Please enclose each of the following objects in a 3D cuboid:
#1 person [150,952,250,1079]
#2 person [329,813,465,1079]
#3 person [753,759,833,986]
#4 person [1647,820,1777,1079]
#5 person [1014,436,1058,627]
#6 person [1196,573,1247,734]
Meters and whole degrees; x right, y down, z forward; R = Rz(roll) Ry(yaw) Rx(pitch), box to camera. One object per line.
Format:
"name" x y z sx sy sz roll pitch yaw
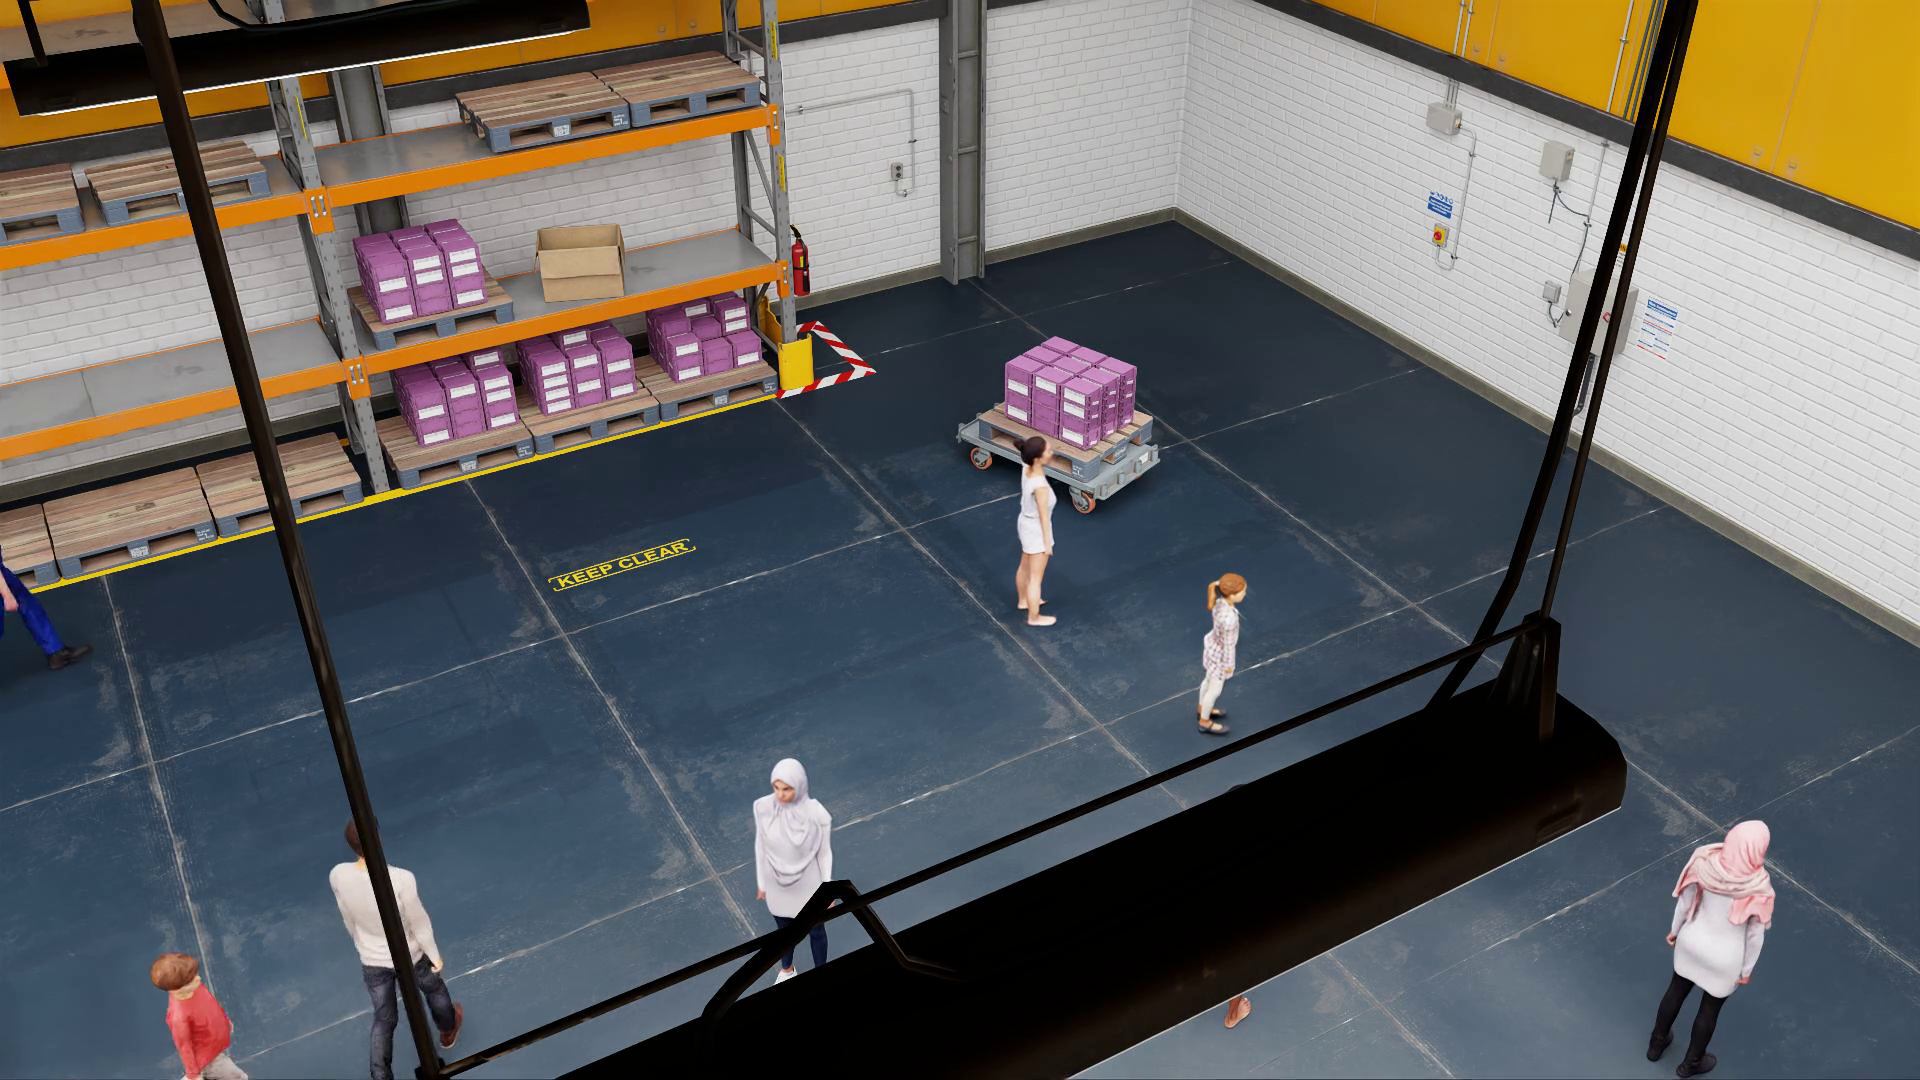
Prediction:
"person" -4.050 2.674 8.758 0.968 1.390 0.656 -9 35 -14
"person" -3.086 2.299 8.927 1.197 1.828 1.134 3 34 5
"person" -0.937 1.951 9.498 0.674 1.776 0.741 7 34 11
"person" 4.098 2.221 9.066 0.647 1.803 0.679 -26 41 -33
"person" 0.569 -0.083 12.712 0.616 1.604 0.611 -9 35 -14
"person" 1.814 0.785 11.676 0.616 1.305 0.592 1 34 2
